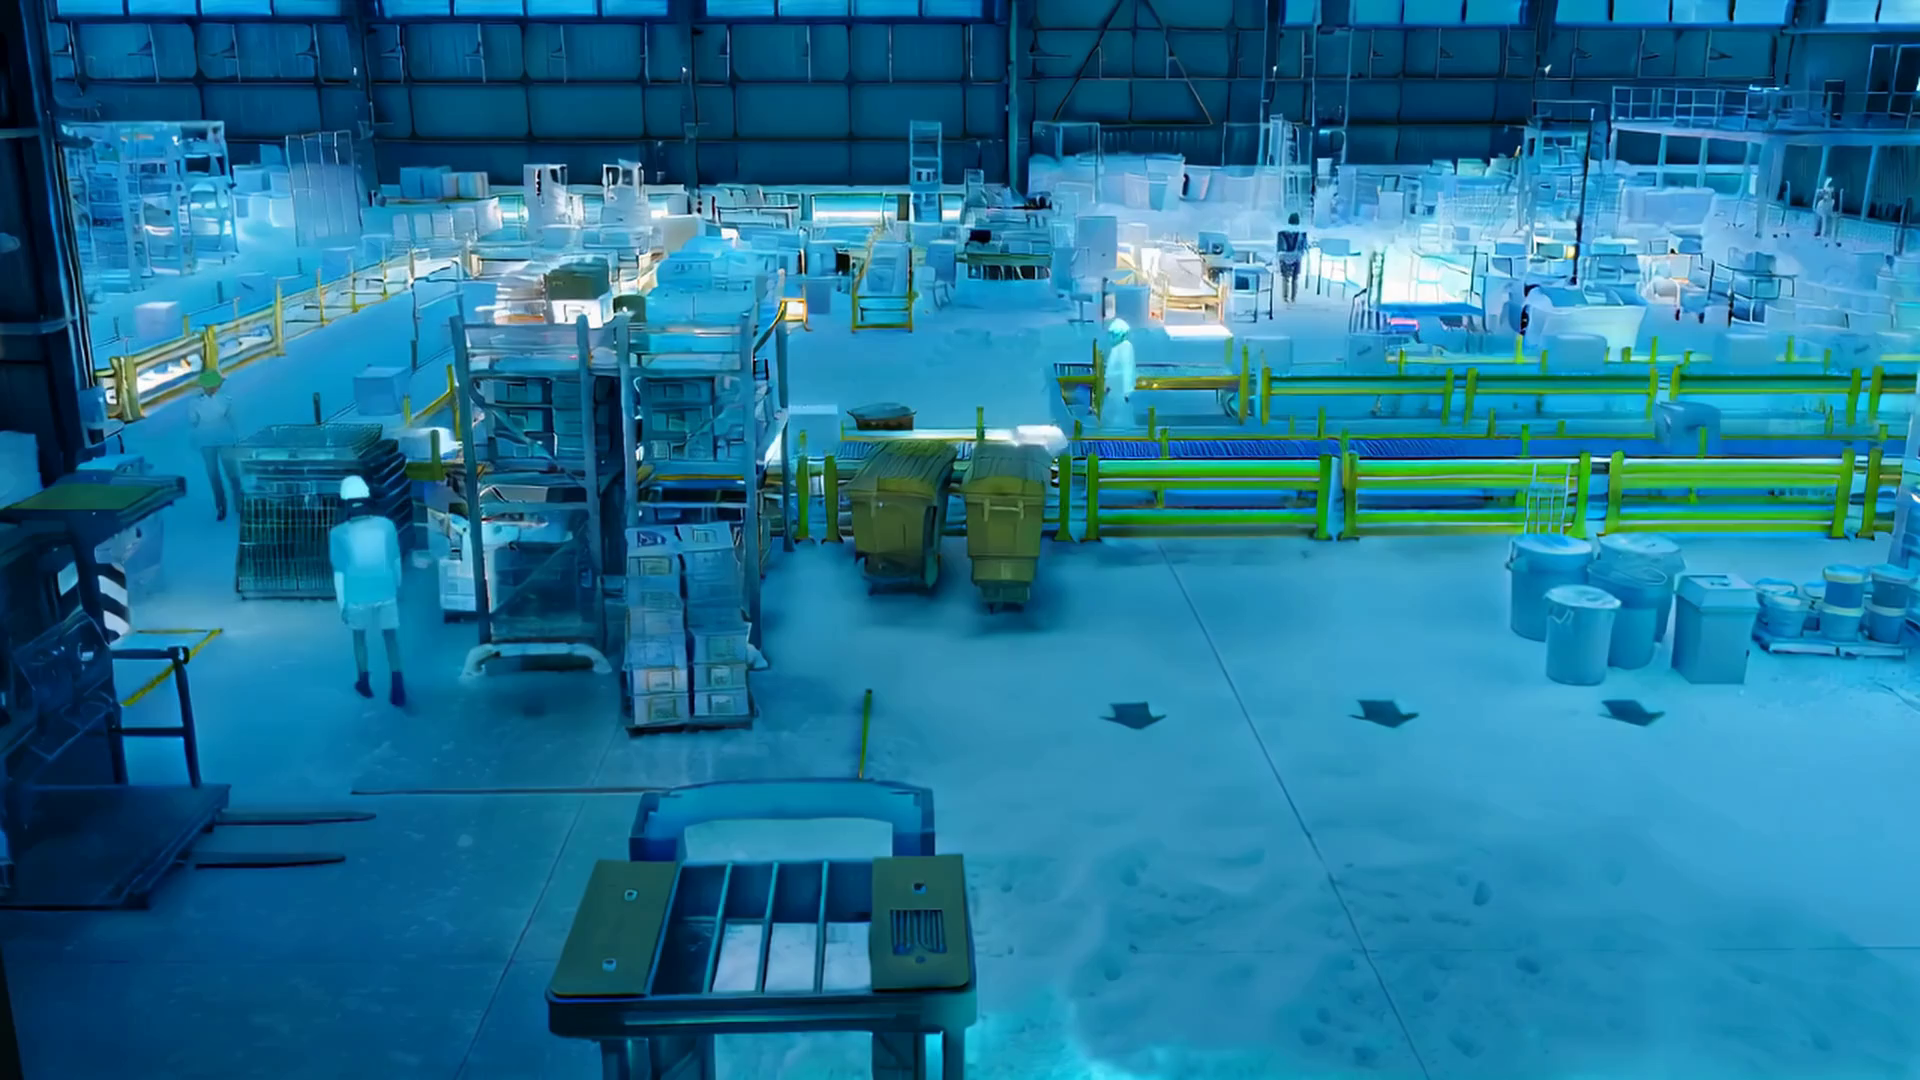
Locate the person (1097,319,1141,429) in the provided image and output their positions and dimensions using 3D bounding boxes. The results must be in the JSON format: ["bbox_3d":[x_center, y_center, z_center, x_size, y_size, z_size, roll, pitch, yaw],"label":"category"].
[{"bbox_3d":[2.074,-2.067,22.213,0.929,1.781,0.590,1,16,4],"label":"person"}]

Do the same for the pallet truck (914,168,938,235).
[{"bbox_3d":[-0.989,-10.316,50.507,0.823,1.965,1.885,1,16,3],"label":"pallet truck"}]

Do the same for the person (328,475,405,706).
[{"bbox_3d":[-4.743,0.412,13.378,0.558,1.906,0.803,-9,18,-29],"label":"person"}]

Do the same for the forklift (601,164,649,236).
[{"bbox_3d":[-9.948,-10.127,49.296,1.157,1.987,2.680,-1,16,-3],"label":"forklift"}]

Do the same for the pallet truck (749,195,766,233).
[{"bbox_3d":[-6.051,-9.967,50.660,0.680,1.201,1.601,0,16,-1],"label":"pallet truck"}]

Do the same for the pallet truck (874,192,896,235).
[{"bbox_3d":[-2.277,-9.986,50.594,0.653,1.274,1.630,0,16,-1],"label":"pallet truck"}]

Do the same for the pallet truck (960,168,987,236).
[{"bbox_3d":[0.383,-10.230,50.206,0.823,1.965,1.885,-1,16,-3],"label":"pallet truck"}]

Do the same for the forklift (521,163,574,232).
[{"bbox_3d":[-12.233,-10.122,49.298,1.157,1.987,2.680,0,16,-1],"label":"forklift"}]

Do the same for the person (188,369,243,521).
[{"bbox_3d":[-8.410,-1.074,18.823,0.538,1.755,0.368,-4,16,-13],"label":"person"}]

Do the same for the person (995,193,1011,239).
[{"bbox_3d":[1.045,-7.943,42.451,0.670,1.886,0.656,4,16,13],"label":"person"}]

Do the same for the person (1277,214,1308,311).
[{"bbox_3d":[6.944,-5.823,34.848,0.617,2.029,0.558,2,16,5],"label":"person"}]

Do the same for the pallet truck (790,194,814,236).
[{"bbox_3d":[-4.814,-9.883,50.259,0.704,1.261,1.522,-1,16,-3],"label":"pallet truck"}]

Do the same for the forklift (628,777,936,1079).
[{"bbox_3d":[-0.542,2.165,5.552,1.129,2.768,1.873,-1,16,-2],"label":"forklift"}]

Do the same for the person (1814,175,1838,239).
[{"bbox_3d":[25.481,-9.788,48.944,0.506,1.846,0.345,2,16,8],"label":"person"}]

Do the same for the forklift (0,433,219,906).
[{"bbox_3d":[-5.952,0.780,10.366,1.873,2.768,1.129,0,16,-1],"label":"forklift"}]
